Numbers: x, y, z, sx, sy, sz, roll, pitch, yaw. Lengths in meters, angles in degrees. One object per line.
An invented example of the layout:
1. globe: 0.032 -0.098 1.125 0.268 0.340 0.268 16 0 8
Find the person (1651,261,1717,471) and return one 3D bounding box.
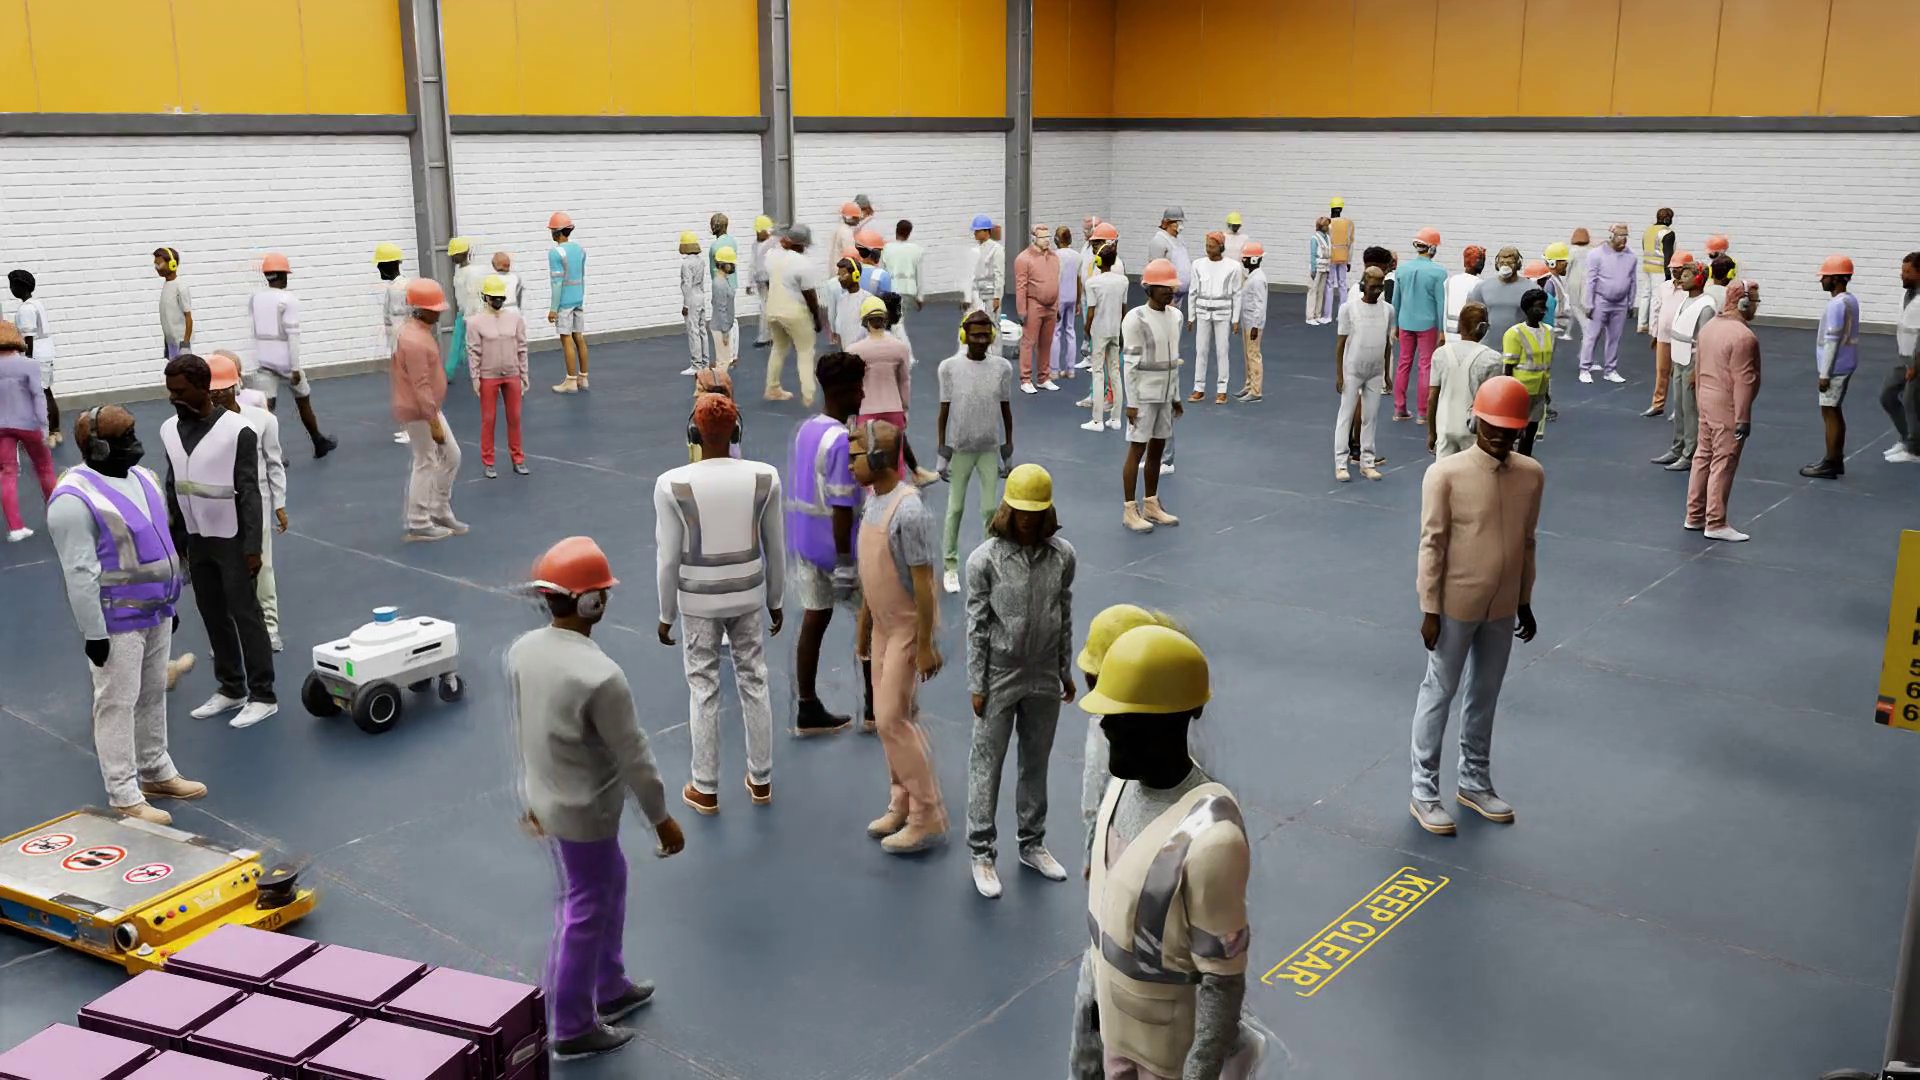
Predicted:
1. person: 6.449 -1.531 14.682 0.389 1.848 0.563 1 14 4

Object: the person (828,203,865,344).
1. person: -1.535 -3.652 22.961 0.648 1.964 0.621 -3 14 -13

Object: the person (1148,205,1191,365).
1. person: 2.652 -3.187 20.910 0.535 2.000 0.680 9 17 32

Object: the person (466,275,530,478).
1. person: -3.978 -1.410 14.385 0.518 1.756 0.342 -10 17 -35

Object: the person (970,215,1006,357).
1. person: 0.307 -2.995 20.350 0.412 1.944 0.603 -11 18 -39

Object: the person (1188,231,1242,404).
1. person: 2.776 -2.434 18.214 0.584 1.884 0.337 6 15 23

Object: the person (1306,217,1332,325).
1. person: 5.494 -4.111 25.413 0.314 1.639 0.517 11 18 39

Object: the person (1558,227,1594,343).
1. person: 8.701 -3.575 23.346 0.505 1.608 0.765 -5 15 -20

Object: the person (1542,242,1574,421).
1. person: 6.102 -2.157 17.213 0.404 1.830 0.601 6 15 23

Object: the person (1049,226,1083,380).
1. person: 1.228 -2.828 19.898 0.519 1.836 0.348 -8 16 -30

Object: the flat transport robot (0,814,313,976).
1. flat transport robot: -3.276 1.333 6.437 1.431 0.197 0.652 7 16 27

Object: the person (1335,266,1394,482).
1. person: 3.460 -1.418 14.241 0.506 1.844 0.343 -3 14 -10

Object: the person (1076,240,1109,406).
1. person: 1.536 -2.356 17.850 0.392 1.914 0.593 -8 16 -28

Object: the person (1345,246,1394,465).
1. person: 3.660 -1.661 14.976 0.370 1.956 0.616 -2 14 -6

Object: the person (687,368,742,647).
1. person: -1.418 -0.197 9.775 0.309 1.641 0.514 -7 16 -27

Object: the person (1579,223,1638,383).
1. person: 7.677 -2.785 19.620 0.662 1.896 0.401 -2 14 -8

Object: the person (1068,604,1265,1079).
1. person: 0.564 0.985 4.903 0.778 1.708 0.494 -4 15 -14

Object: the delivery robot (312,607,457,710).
1. delivery robot: -2.973 0.591 8.634 0.477 0.478 0.707 10 17 33

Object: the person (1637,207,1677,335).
1. person: 10.185 -3.918 24.267 0.431 1.835 0.619 -2 14 -10

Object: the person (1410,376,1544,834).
1. person: 2.240 0.276 7.174 0.610 1.989 0.392 -5 15 -21

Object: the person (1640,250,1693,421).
1. person: 7.383 -2.111 17.189 0.326 1.752 0.560 -9 16 -31

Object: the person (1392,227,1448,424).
1. person: 4.716 -2.192 17.026 0.396 1.992 0.623 -13 19 -41

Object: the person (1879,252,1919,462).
1. person: 8.601 -1.635 15.004 0.453 1.898 0.631 1 14 4

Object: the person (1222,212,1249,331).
1. person: 4.037 -3.974 24.642 0.530 1.750 0.390 -2 14 -7

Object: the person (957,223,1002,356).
1. person: 0.316 -2.966 20.447 0.815 1.833 0.579 4 15 15

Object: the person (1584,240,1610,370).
1. person: 7.983 -2.901 20.634 0.443 1.618 0.501 -3 14 -11

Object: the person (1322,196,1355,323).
1. person: 5.773 -4.310 25.626 0.584 1.929 0.371 -4 15 -15

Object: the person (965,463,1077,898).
1. person: 0.255 0.546 6.599 0.487 1.741 0.312 -7 16 -27

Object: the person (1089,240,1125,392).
1. person: 1.681 -2.536 18.720 0.343 1.839 0.506 -2 14 -10

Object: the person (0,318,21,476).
1. person: -8.429 -1.413 14.433 0.354 1.739 0.571 -9 17 -33

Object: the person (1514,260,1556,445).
1. person: 5.451 -1.786 15.893 0.342 1.749 0.573 11 18 38

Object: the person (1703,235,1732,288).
1. person: 9.178 -2.834 20.179 0.348 1.716 0.672 11 18 37

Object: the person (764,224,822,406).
1. person: -1.823 -2.490 18.123 0.778 2.000 0.545 12 19 41

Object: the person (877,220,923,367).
1. person: -0.752 -3.091 20.927 0.629 1.851 0.996 -5 15 -21

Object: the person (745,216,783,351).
1. person: -2.692 -3.478 22.574 0.639 1.789 0.768 14 19 43

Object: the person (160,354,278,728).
1. person: -3.781 -0.006 8.478 0.601 1.906 0.411 6 15 22

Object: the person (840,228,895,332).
1. person: -0.855 -1.960 16.002 0.614 2.042 0.373 10 17 35

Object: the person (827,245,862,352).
1. person: -1.134 -2.271 17.829 0.561 1.753 0.327 4 15 15
